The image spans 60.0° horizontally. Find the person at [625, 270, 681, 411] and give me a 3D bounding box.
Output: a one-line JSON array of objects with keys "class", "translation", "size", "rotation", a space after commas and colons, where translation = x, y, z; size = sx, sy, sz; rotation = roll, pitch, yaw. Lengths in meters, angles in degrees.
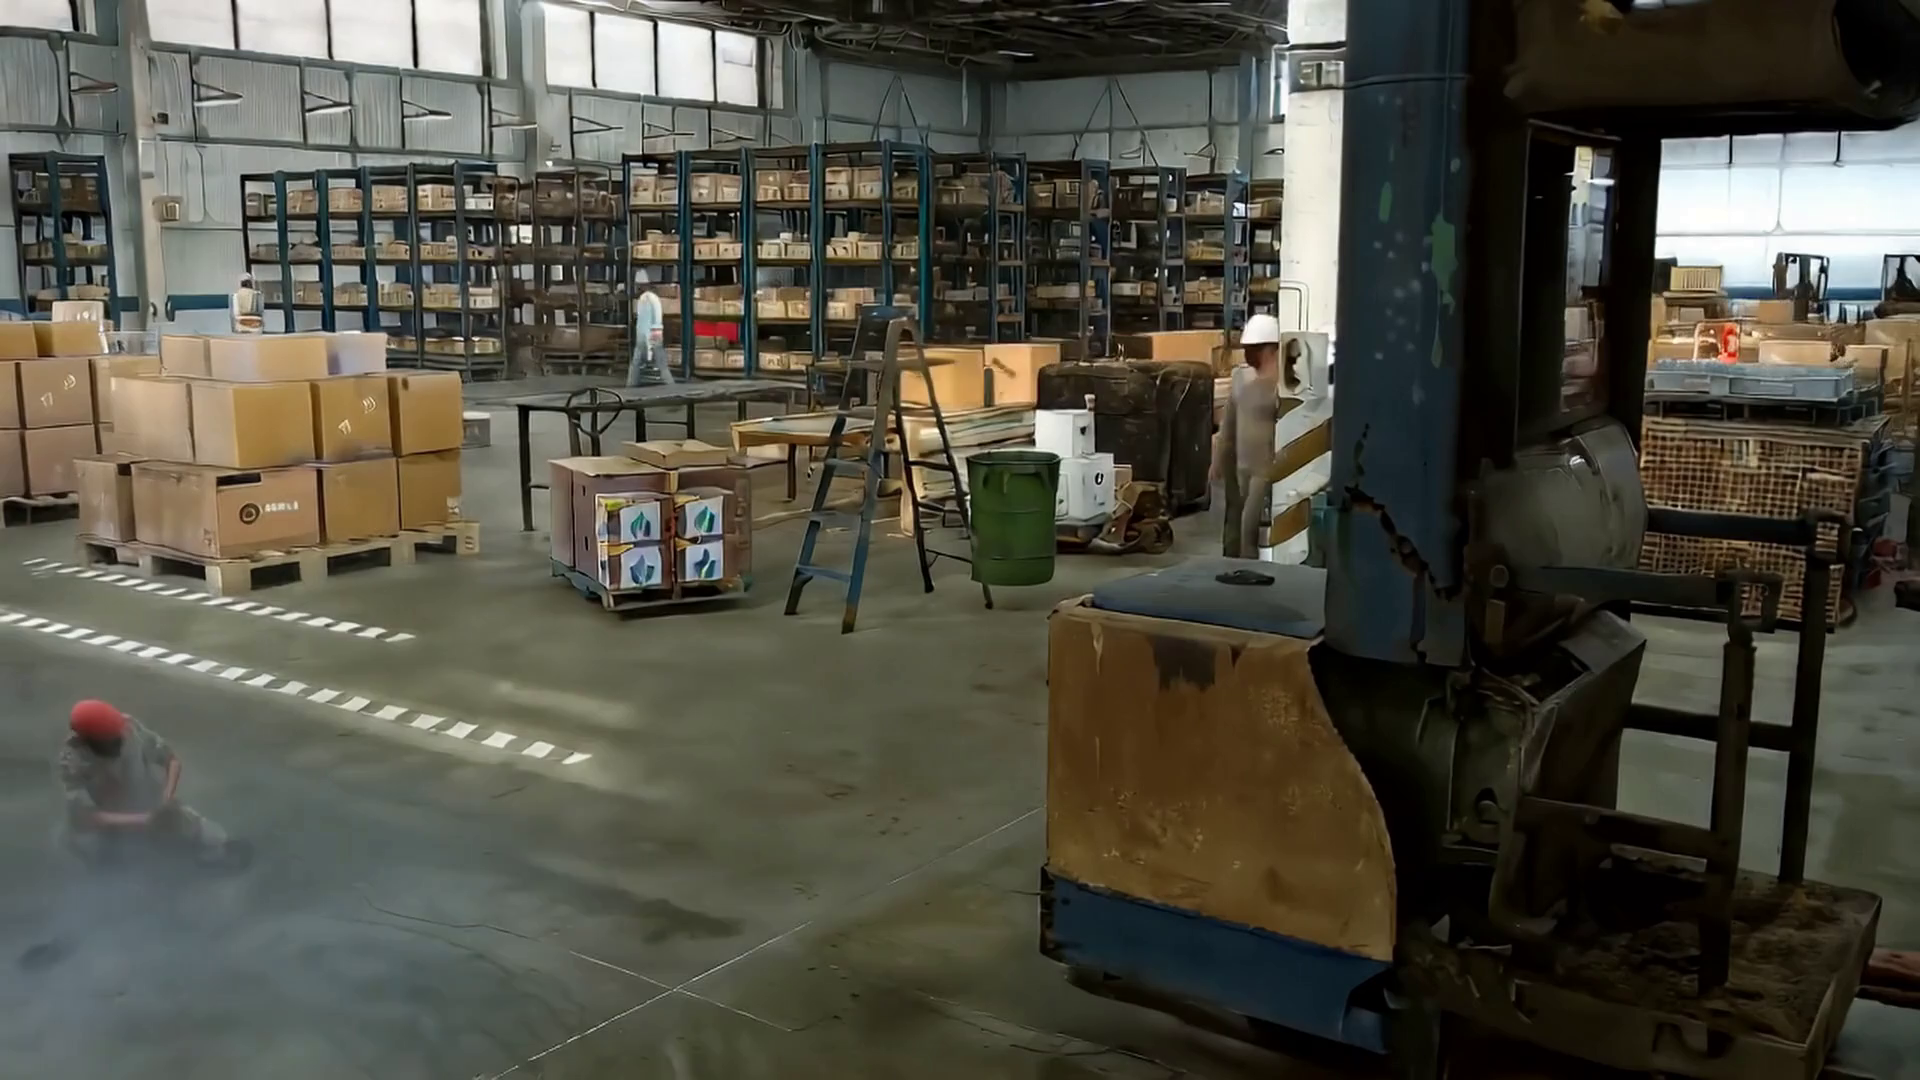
[{"class": "person", "translation": [-4.235, -2.676, 22.395], "size": [1.018, 1.892, 0.639], "rotation": [2, 10, 13]}]

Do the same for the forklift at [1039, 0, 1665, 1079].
[{"class": "forklift", "translation": [1.249, -0.137, 4.360], "size": [1.873, 2.768, 1.129], "rotation": [7, 12, 35]}]

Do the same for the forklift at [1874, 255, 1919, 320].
[{"class": "forklift", "translation": [22.089, -5.634, 38.796], "size": [1.157, 1.987, 2.680], "rotation": [6, 11, 33]}]

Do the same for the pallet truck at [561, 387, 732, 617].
[{"class": "pallet truck", "translation": [-1.981, -0.274, 10.088], "size": [0.680, 1.201, 1.601], "rotation": [-5, 11, -28]}]

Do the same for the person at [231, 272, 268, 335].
[{"class": "person", "translation": [-12.126, -3.660, 28.459], "size": [0.600, 1.829, 0.404], "rotation": [0, 10, 2]}]

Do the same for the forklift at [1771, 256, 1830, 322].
[{"class": "forklift", "translation": [20.253, -5.854, 40.139], "size": [1.157, 1.987, 2.680], "rotation": [7, 12, 35]}]

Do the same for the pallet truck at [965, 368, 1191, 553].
[{"class": "pallet truck", "translation": [0.845, -0.609, 11.869], "size": [1.630, 1.274, 0.653], "rotation": [7, 12, 35]}]

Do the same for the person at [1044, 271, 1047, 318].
[{"class": "person", "translation": [1.978, -5.603, 39.981], "size": [0.567, 1.848, 0.389], "rotation": [7, 12, 36]}]

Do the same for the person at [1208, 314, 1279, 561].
[{"class": "person", "translation": [1.778, -0.437, 9.559], "size": [0.857, 1.732, 0.533], "rotation": [-6, 11, -31]}]
